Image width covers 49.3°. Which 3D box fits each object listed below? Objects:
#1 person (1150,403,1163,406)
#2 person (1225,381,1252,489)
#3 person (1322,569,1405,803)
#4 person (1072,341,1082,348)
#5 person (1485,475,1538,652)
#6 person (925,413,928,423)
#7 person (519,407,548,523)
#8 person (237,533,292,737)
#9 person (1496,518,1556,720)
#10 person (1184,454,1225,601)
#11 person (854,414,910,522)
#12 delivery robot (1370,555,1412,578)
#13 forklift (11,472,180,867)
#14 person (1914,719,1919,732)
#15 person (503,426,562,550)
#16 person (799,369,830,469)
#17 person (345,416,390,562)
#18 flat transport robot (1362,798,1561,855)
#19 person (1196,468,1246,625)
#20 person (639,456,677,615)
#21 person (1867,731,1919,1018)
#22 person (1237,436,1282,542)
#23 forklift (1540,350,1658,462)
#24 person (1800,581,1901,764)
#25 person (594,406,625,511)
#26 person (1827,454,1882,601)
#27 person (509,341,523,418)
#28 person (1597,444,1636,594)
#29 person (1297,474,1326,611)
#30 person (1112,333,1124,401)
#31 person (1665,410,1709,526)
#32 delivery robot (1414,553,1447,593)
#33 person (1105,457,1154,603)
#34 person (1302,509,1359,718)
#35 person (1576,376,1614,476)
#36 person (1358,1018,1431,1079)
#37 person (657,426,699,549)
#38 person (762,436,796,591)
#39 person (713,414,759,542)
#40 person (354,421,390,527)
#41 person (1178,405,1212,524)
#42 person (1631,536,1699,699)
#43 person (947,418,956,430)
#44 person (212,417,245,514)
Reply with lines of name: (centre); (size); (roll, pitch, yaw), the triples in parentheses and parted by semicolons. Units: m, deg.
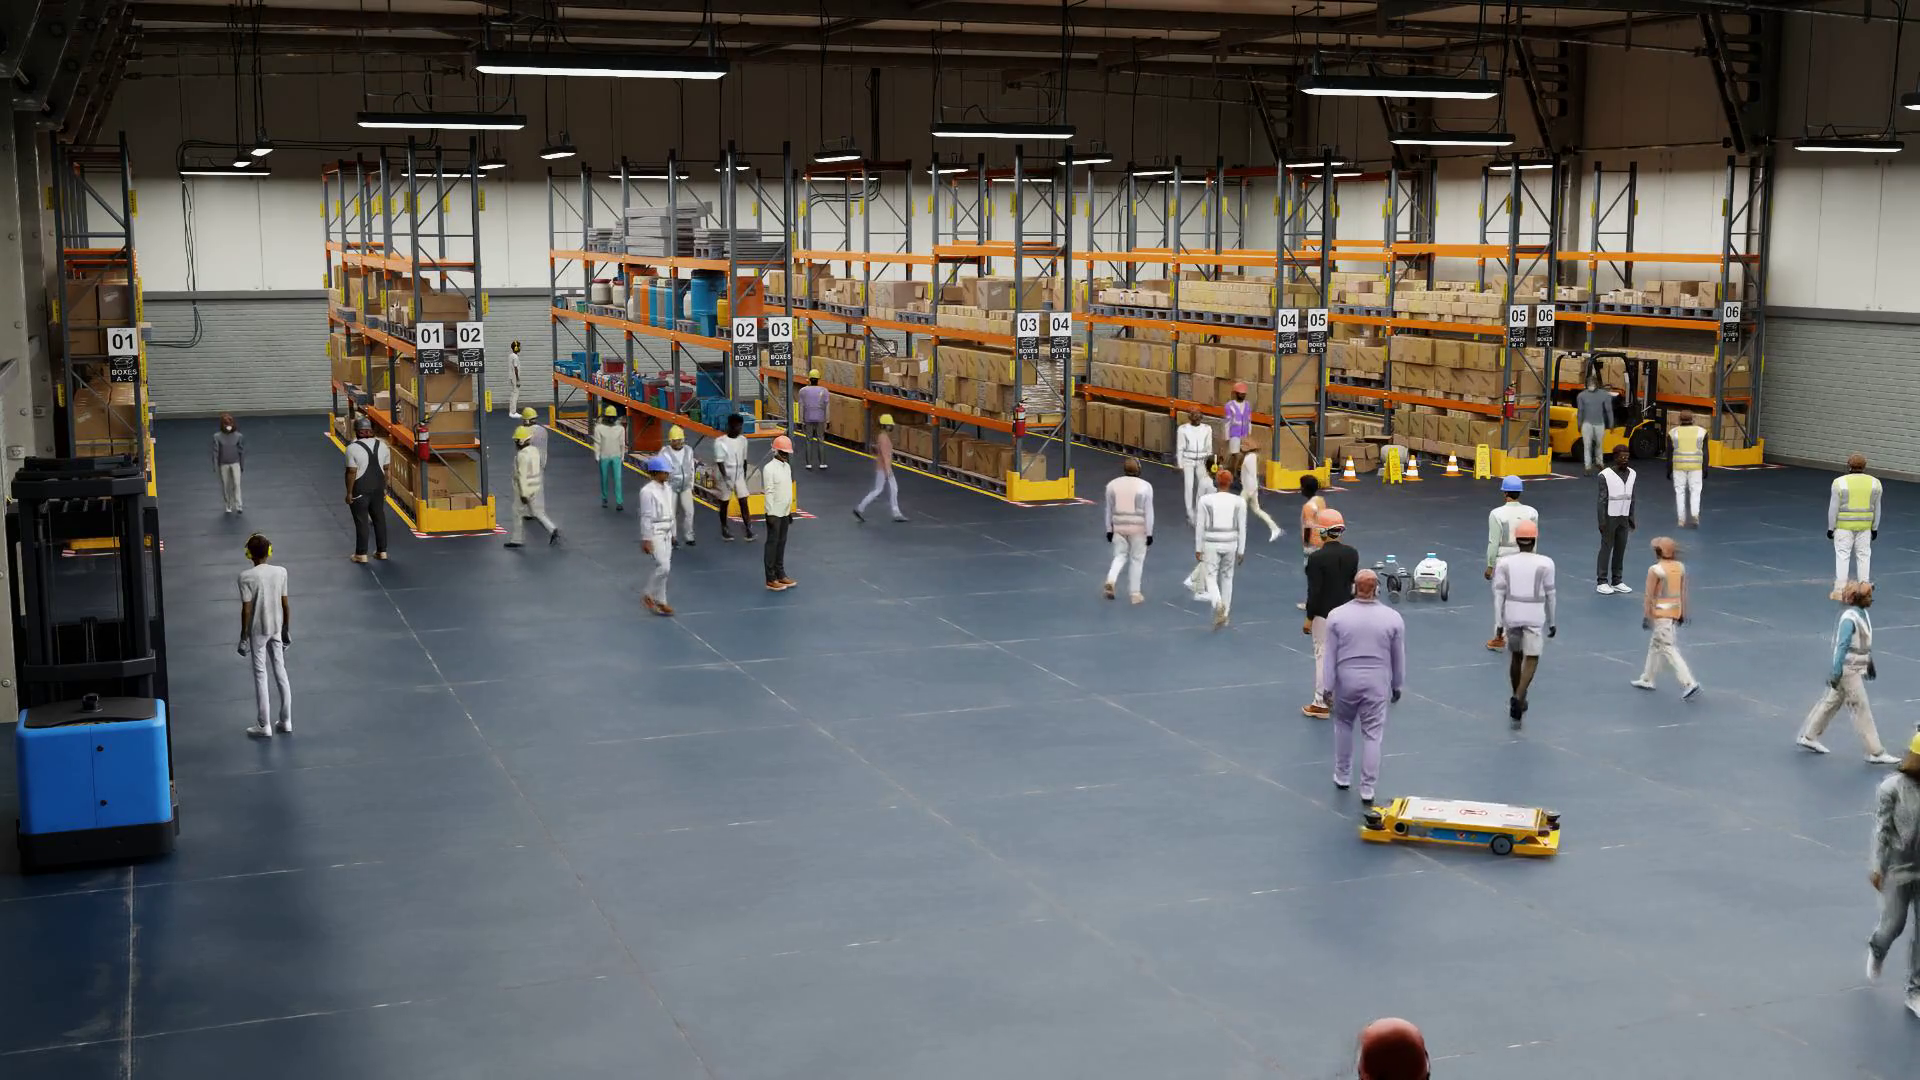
person: (4.492, -3.381, 47.425); (0.595, 1.925, 0.373); (-1, 9, -9)
person: (4.971, -1.877, 37.407); (0.555, 1.921, 0.464); (-3, 9, -21)
person: (3.316, 1.172, 17.246); (0.671, 1.871, 0.847); (1, 9, 7)
person: (3.119, -4.486, 55.807); (0.545, 1.610, 0.542); (-6, 10, -35)
person: (6.079, 0.252, 23.134); (0.615, 1.946, 0.391); (-3, 9, -18)
person: (-0.733, -3.040, 44.888); (0.605, 2.014, 0.708); (-4, 9, -24)
person: (-6.773, -1.191, 33.192); (0.404, 1.821, 0.600); (4, 9, 25)
person: (-6.416, 0.870, 19.298); (0.323, 1.863, 0.518); (7, 11, 41)
person: (5.347, 0.756, 19.918); (0.554, 1.912, 0.813); (5, 10, 30)
person: (3.104, -0.163, 26.252); (0.403, 1.843, 0.588); (-1, 9, -3)
person: (-1.253, -1.144, 33.162); (0.847, 1.732, 0.534); (1, 9, 4)
delivery robot: (5.419, 0.309, 26.345); (0.335, 0.223, 0.698); (-3, 9, -20)
forklift: (-6.630, 0.886, 15.957); (1.129, 2.768, 1.873); (-3, 9, -21)
person: (8.899, 1.017, 18.821); (0.546, 1.718, 0.928); (1, 9, 7)
person: (-6.213, -0.756, 30.311); (0.796, 1.807, 0.592); (2, 9, 15)
person: (-2.811, -2.334, 40.443); (0.593, 1.925, 0.384); (0, 9, -1)
person: (-8.360, -0.707, 29.363); (0.536, 2.000, 0.688); (7, 11, 38)
flat transport robot: (3.843, 2.174, 16.030); (1.431, 0.197, 0.652); (3, 9, 18)
person: (3.051, 0.101, 24.428); (0.590, 1.864, 0.720); (0, 9, -2)
person: (-3.597, -0.049, 25.165); (0.439, 1.935, 0.634); (3, 9, 21)
person: (5.704, 1.948, 12.538); (0.499, 1.727, 0.527); (1, 9, 6)
person: (4.355, -0.746, 30.975); (0.806, 1.600, 0.510); (3, 9, 18)
forklift: (12.897, -2.725, 42.309); (2.313, 2.155, 1.214); (-3, 9, -21)
person: (7.828, 1.140, 18.387); (0.866, 1.592, 0.548); (6, 10, 35)
person: (-5.803, -1.367, 34.708); (0.527, 1.722, 0.920); (-2, 9, -16)
person: (11.179, -0.158, 26.222); (0.634, 1.842, 0.429); (1, 9, 3)
person: (-10.906, -3.939, 51.373); (0.320, 1.862, 0.510); (-4, 9, -23)
person: (8.381, -0.279, 26.804); (0.589, 1.914, 0.377); (-5, 10, -28)
person: (4.323, 0.037, 25.427); (0.430, 1.681, 0.570); (5, 10, 28)
person: (3.947, -4.430, 54.483); (0.876, 1.918, 0.628); (-3, 9, -21)
person: (11.330, -1.103, 32.629); (0.678, 1.813, 0.613); (3, 9, 17)
delivery robot: (5.965, 0.410, 26.536); (0.477, 0.478, 0.707); (3, 9, 18)
person: (2.088, -0.112, 25.959); (0.632, 1.832, 0.568); (5, 10, 29)
person: (3.532, 0.696, 20.023); (0.608, 1.995, 0.377); (-6, 10, -34)
person: (12.014, -2.187, 39.675); (0.696, 1.878, 0.996); (2, 9, 14)
person: (1.610, 2.601, 7.444); (0.846, 1.963, 0.603); (2, 9, 11)
person: (-4.053, -0.752, 30.287); (0.618, 1.802, 0.734); (-5, 10, -32)
person: (-2.327, -0.359, 27.089); (0.399, 1.984, 0.610); (3, 9, 21)
person: (-3.328, -0.908, 30.973); (0.598, 1.906, 1.002); (-6, 10, -34)
person: (-9.192, -1.040, 32.706); (0.554, 1.643, 0.859); (-5, 10, -28)
person: (3.695, -1.186, 32.978); (0.575, 1.869, 0.434); (-1, 9, -8)
person: (7.080, 0.762, 20.907); (0.522, 1.601, 0.836); (-6, 10, -35)
person: (-0.162, -3.329, 47.109); (0.589, 1.914, 0.603); (-2, 9, -15)
person: (-11.893, -1.209, 34.077); (0.505, 1.588, 0.863); (-3, 9, -21)
